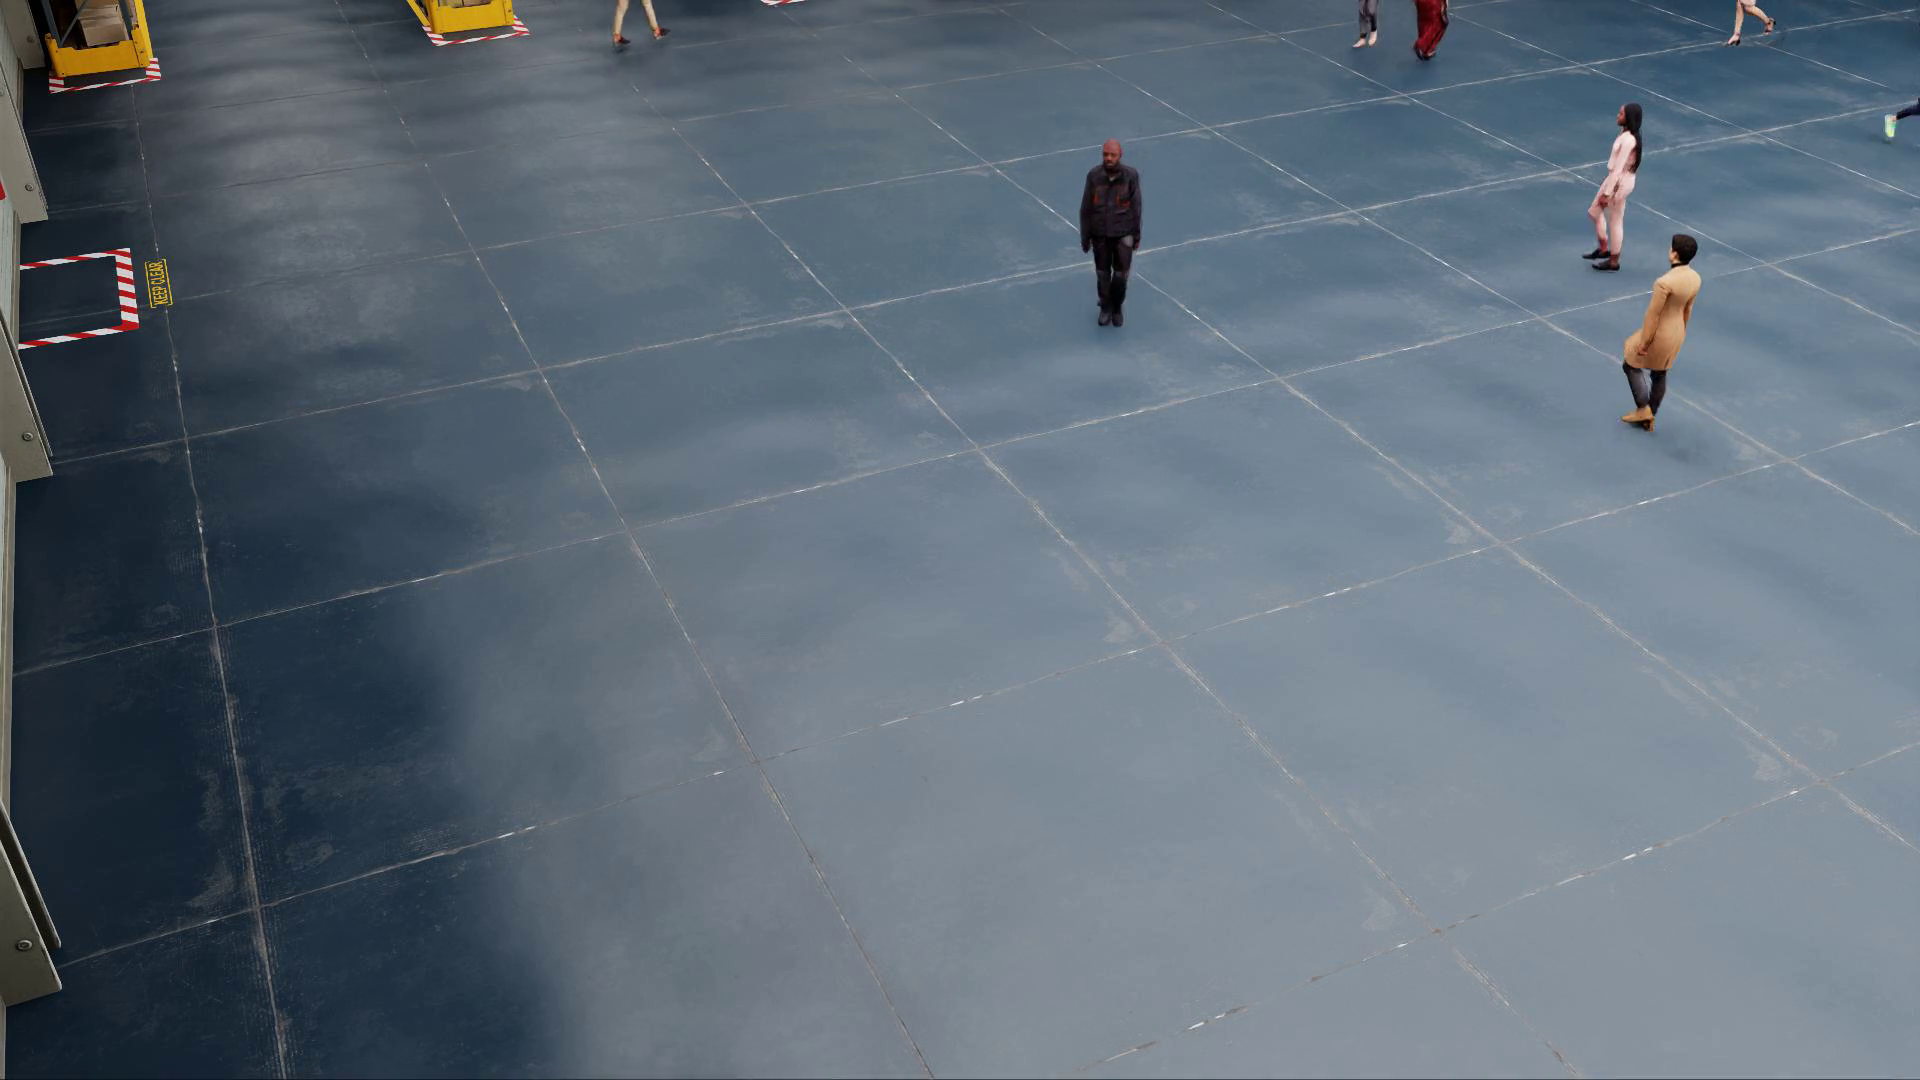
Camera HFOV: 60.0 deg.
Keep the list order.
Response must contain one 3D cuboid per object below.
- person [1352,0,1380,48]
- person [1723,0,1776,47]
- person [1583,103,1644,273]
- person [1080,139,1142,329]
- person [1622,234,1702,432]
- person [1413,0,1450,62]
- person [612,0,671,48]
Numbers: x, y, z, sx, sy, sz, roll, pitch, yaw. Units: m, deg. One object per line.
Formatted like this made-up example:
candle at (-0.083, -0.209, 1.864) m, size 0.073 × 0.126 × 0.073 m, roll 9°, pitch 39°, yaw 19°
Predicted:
person at (5.740, -7.756, 22.986) m, size 0.728 × 1.827 × 0.866 m, roll 27°, pitch 42°, yaw 35°
person at (11.045, -7.712, 22.931) m, size 0.849 × 1.813 × 0.927 m, roll -1°, pitch 33°, yaw -2°
person at (6.626, -3.475, 16.514) m, size 0.827 × 1.707 × 0.755 m, roll 8°, pitch 34°, yaw 12°
person at (1.429, -2.908, 15.549) m, size 0.862 × 1.808 × 0.895 m, roll 6°, pitch 33°, yaw 9°
person at (5.845, -1.663, 13.719) m, size 0.662 × 1.716 × 0.639 m, roll -14°, pitch 36°, yaw -20°
person at (6.304, -7.240, 22.387) m, size 0.932 × 1.615 × 0.888 m, roll -26°, pitch 41°, yaw -34°
person at (-4.603, -7.692, 22.906) m, size 1.185 × 1.808 × 1.010 m, roll 28°, pitch 42°, yaw 36°
